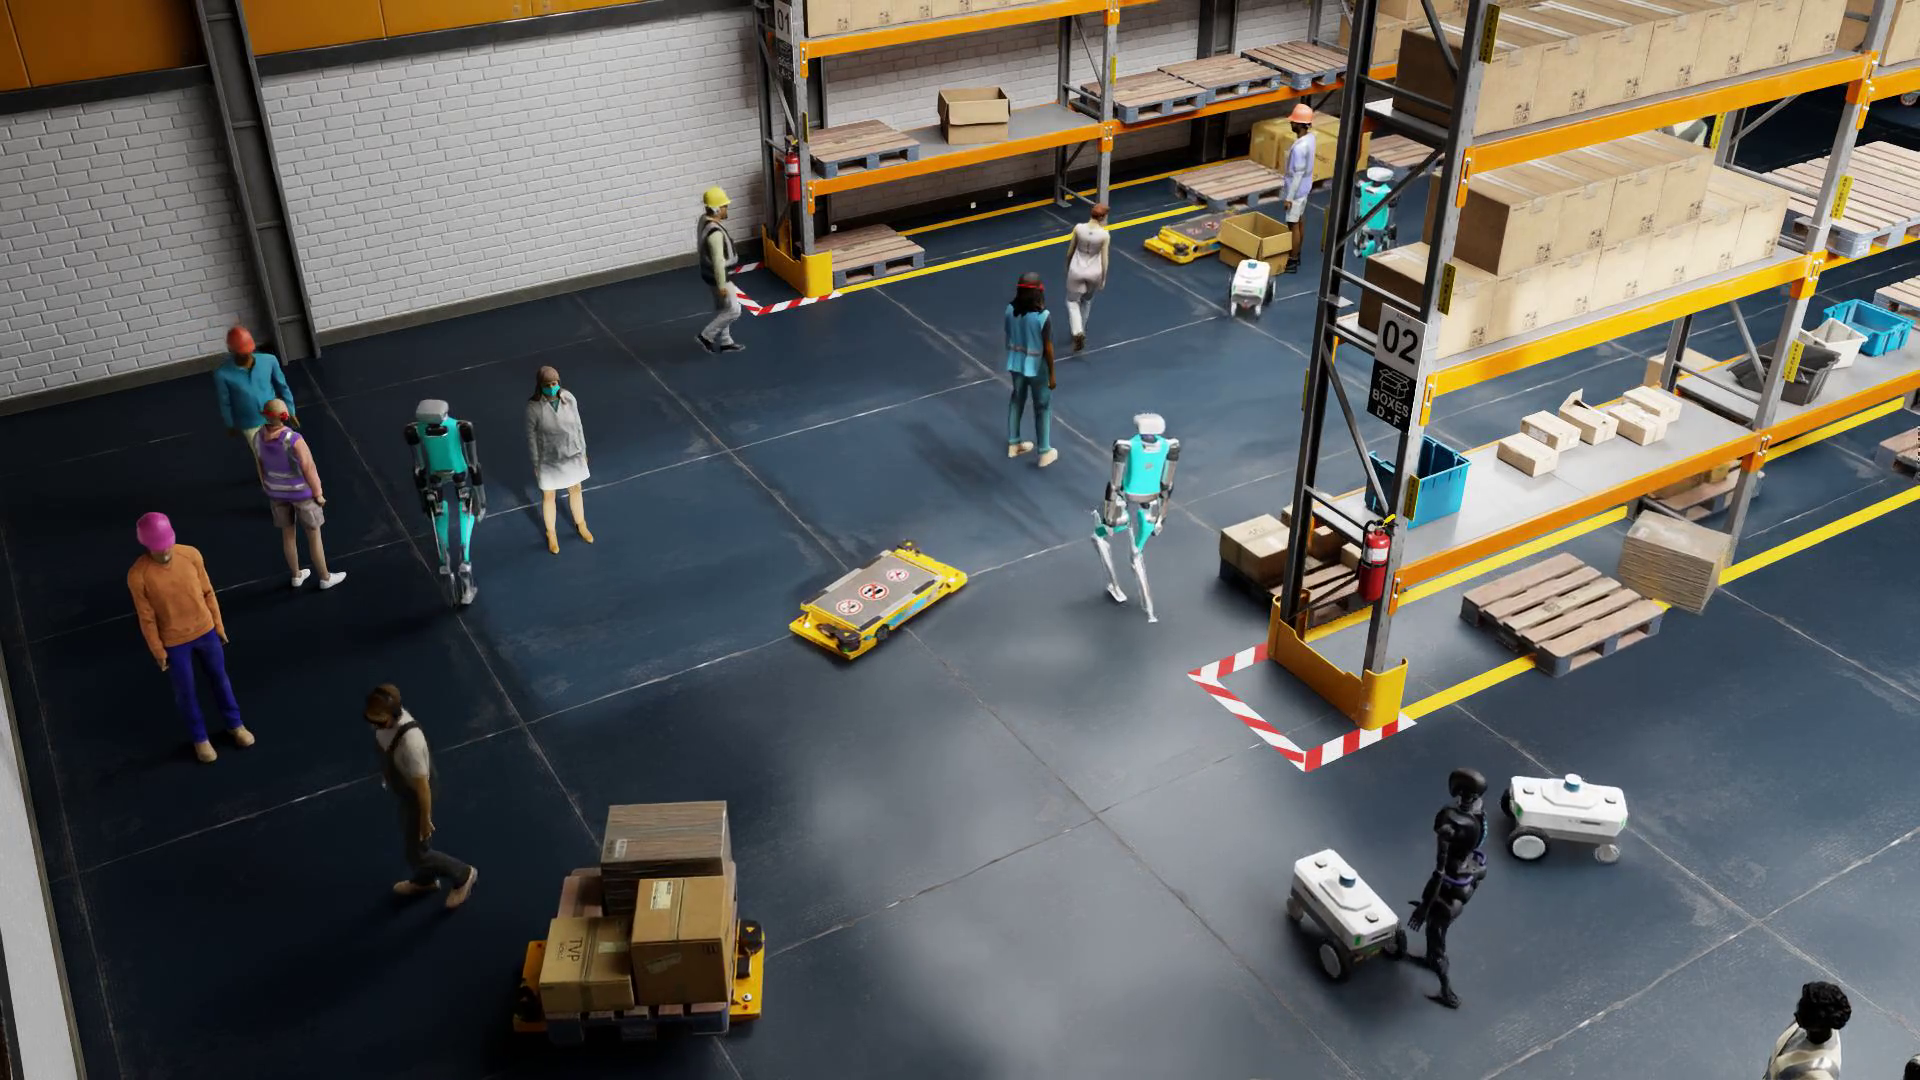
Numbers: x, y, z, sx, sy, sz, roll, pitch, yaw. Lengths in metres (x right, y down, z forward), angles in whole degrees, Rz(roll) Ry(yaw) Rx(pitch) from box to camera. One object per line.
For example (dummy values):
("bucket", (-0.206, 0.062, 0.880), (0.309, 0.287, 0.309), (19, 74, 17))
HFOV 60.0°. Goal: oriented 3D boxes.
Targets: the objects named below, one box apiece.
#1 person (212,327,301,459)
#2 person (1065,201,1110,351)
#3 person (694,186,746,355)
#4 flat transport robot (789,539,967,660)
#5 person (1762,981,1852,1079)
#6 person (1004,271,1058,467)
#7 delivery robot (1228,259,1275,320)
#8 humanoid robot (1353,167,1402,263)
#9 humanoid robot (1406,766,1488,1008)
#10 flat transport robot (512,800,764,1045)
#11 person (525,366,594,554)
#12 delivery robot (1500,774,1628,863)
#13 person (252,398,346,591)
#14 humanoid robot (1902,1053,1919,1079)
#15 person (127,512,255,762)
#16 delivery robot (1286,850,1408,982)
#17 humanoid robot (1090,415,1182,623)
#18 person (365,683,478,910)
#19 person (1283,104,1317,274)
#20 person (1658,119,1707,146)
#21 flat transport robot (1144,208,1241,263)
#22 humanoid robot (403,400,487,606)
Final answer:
("person", (-6.086, -1.086, 14.461), (0.570, 1.704, 0.898), (-25, 40, -34))
("person", (1.297, -2.728, 17.155), (0.458, 1.611, 0.655), (3, 32, 5))
("person", (-2.478, -2.714, 16.948), (0.457, 1.820, 0.611), (-9, 33, -14))
("flat transport robot", (-0.643, 0.463, 13.345), (0.659, 0.231, 1.431), (23, 39, 32))
("person", (4.109, 2.826, 8.239), (0.320, 1.694, 0.533), (12, 34, 18))
("person", (0.639, -1.546, 15.055), (0.531, 1.859, 0.416), (20, 37, 29))
("delivery robot", (3.190, -2.801, 18.264), (0.499, 0.575, 0.757), (8, 33, 13))
("humanoid robot", (4.526, -3.146, 17.736), (0.766, 1.796, 0.532), (-24, 39, -33))
("humanoid robot", (2.814, 1.983, 9.609), (0.450, 1.651, 0.603), (23, 39, 32))
("flat transport robot", (-1.902, 2.598, 9.941), (1.431, 0.231, 0.659), (-2, 32, -3))
("person", (-3.340, -0.674, 13.848), (0.482, 1.660, 0.338), (-18, 36, -27))
("delivery robot", (3.960, 1.807, 10.949), (0.815, 0.612, 0.499), (6, 33, 9))
("person", (-5.333, -0.359, 13.315), (0.492, 1.692, 0.340), (6, 33, 10))
("humanoid robot", (4.344, 3.100, 7.685), (0.698, 1.716, 0.530), (-22, 38, -30))
("person", (-5.327, 0.653, 11.446), (0.515, 1.973, 0.407), (-28, 41, -36))
("delivery robot", (2.349, 2.253, 10.194), (0.499, 0.566, 0.739), (-14, 35, -21))
("humanoid robot", (1.352, -0.240, 13.093), (0.600, 1.767, 0.878), (-6, 33, -9))
("person", (-3.325, 1.546, 10.176), (0.420, 1.817, 0.618), (-19, 37, -27))
("person", (3.795, -3.984, 18.869), (0.369, 1.935, 0.550), (13, 34, 20))
("person", (8.418, -4.396, 19.660), (0.568, 1.793, 0.977), (22, 38, 30))
("flat transport robot", (2.957, -3.643, 19.894), (1.431, 0.231, 0.659), (-21, 38, -29))
("humanoid robot", (-3.998, -0.138, 13.020), (0.551, 1.894, 0.725), (-2, 32, -3))
